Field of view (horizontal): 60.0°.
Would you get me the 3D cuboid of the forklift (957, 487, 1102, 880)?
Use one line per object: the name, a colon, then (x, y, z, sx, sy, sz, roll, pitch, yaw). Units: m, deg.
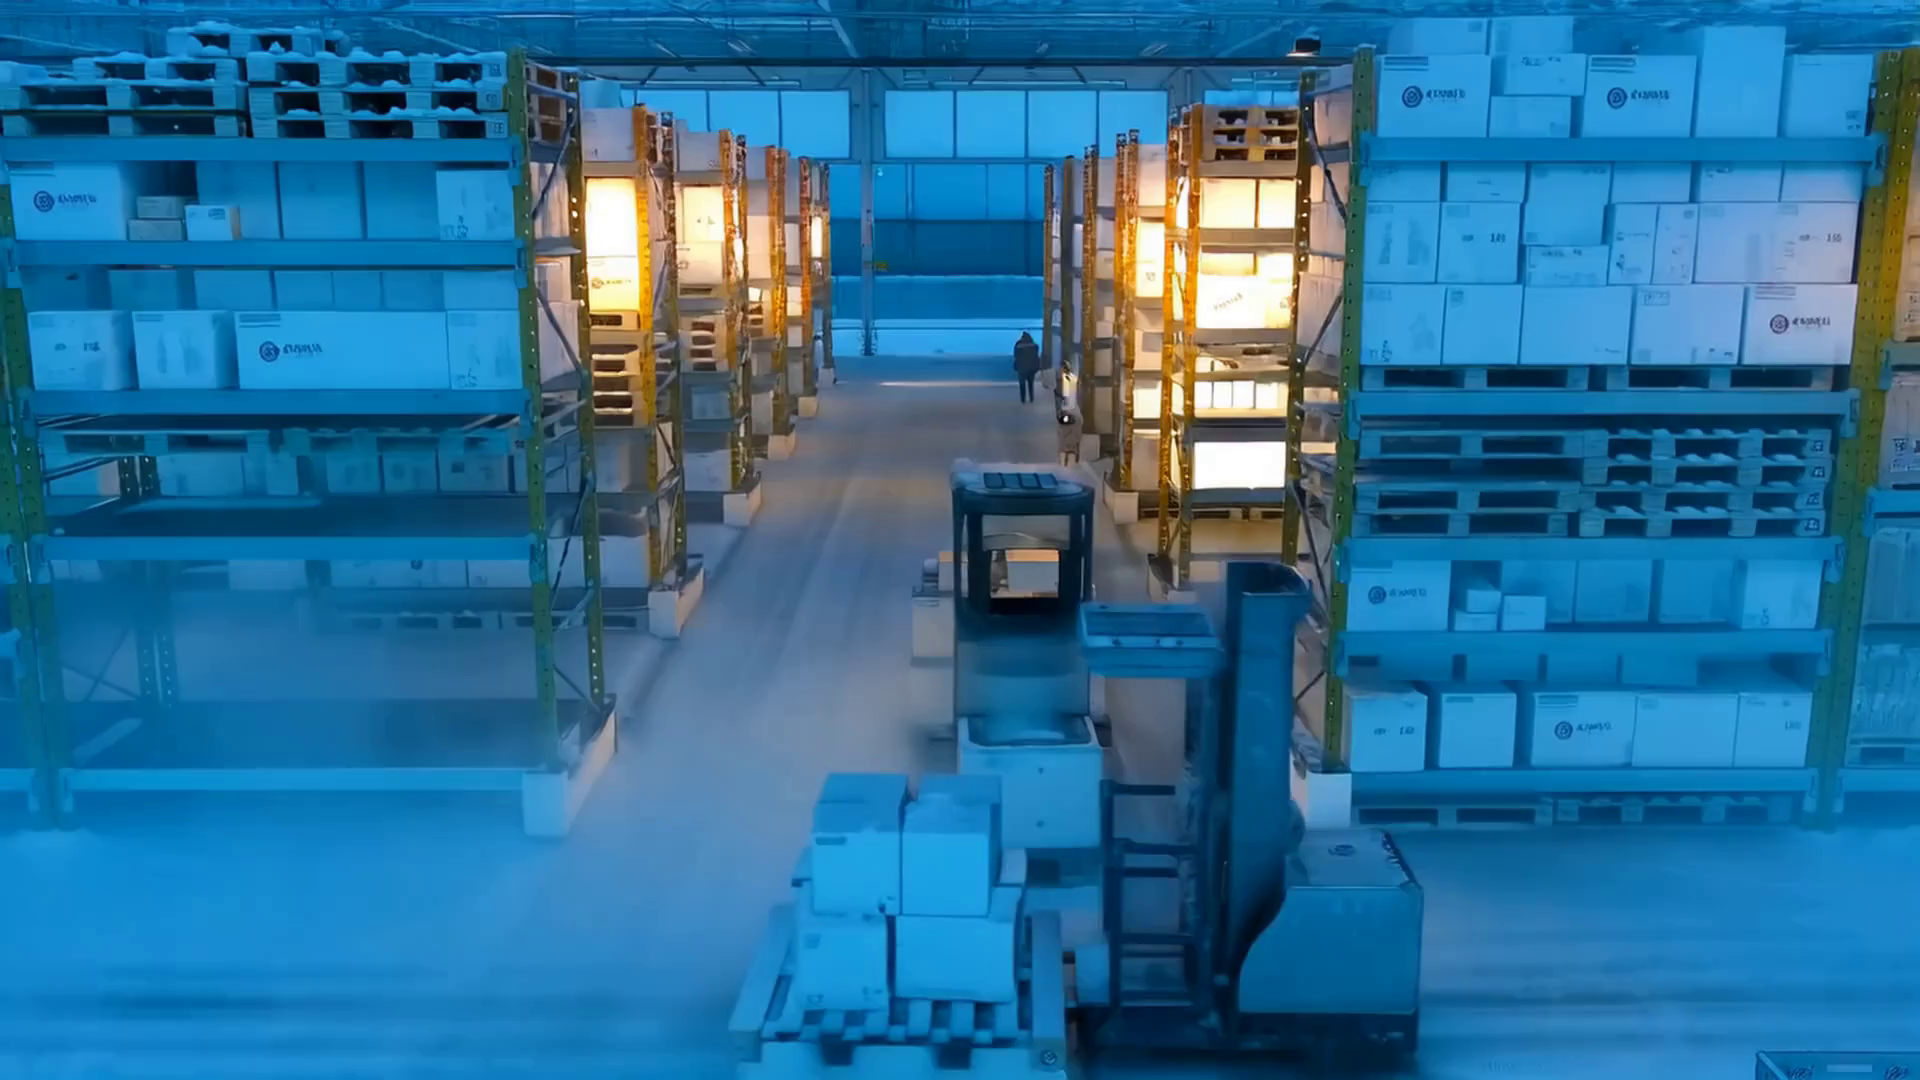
forklift: (0.495, 0.986, 12.813, 1.129, 2.768, 1.873, 0, 11, -2)

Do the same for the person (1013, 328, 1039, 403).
person: (1.656, -4.405, 42.006, 0.659, 1.890, 0.503, 0, 11, -2)

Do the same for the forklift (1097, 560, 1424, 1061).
forklift: (1.766, 1.565, 9.941, 1.873, 2.768, 1.129, 1, 11, 3)

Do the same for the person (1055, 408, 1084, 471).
person: (1.830, -1.463, 28.187, 0.538, 1.572, 0.877, 6, 13, 28)

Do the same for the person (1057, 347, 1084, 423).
person: (2.482, -3.429, 37.366, 0.622, 1.811, 0.496, -9, 15, -38)
